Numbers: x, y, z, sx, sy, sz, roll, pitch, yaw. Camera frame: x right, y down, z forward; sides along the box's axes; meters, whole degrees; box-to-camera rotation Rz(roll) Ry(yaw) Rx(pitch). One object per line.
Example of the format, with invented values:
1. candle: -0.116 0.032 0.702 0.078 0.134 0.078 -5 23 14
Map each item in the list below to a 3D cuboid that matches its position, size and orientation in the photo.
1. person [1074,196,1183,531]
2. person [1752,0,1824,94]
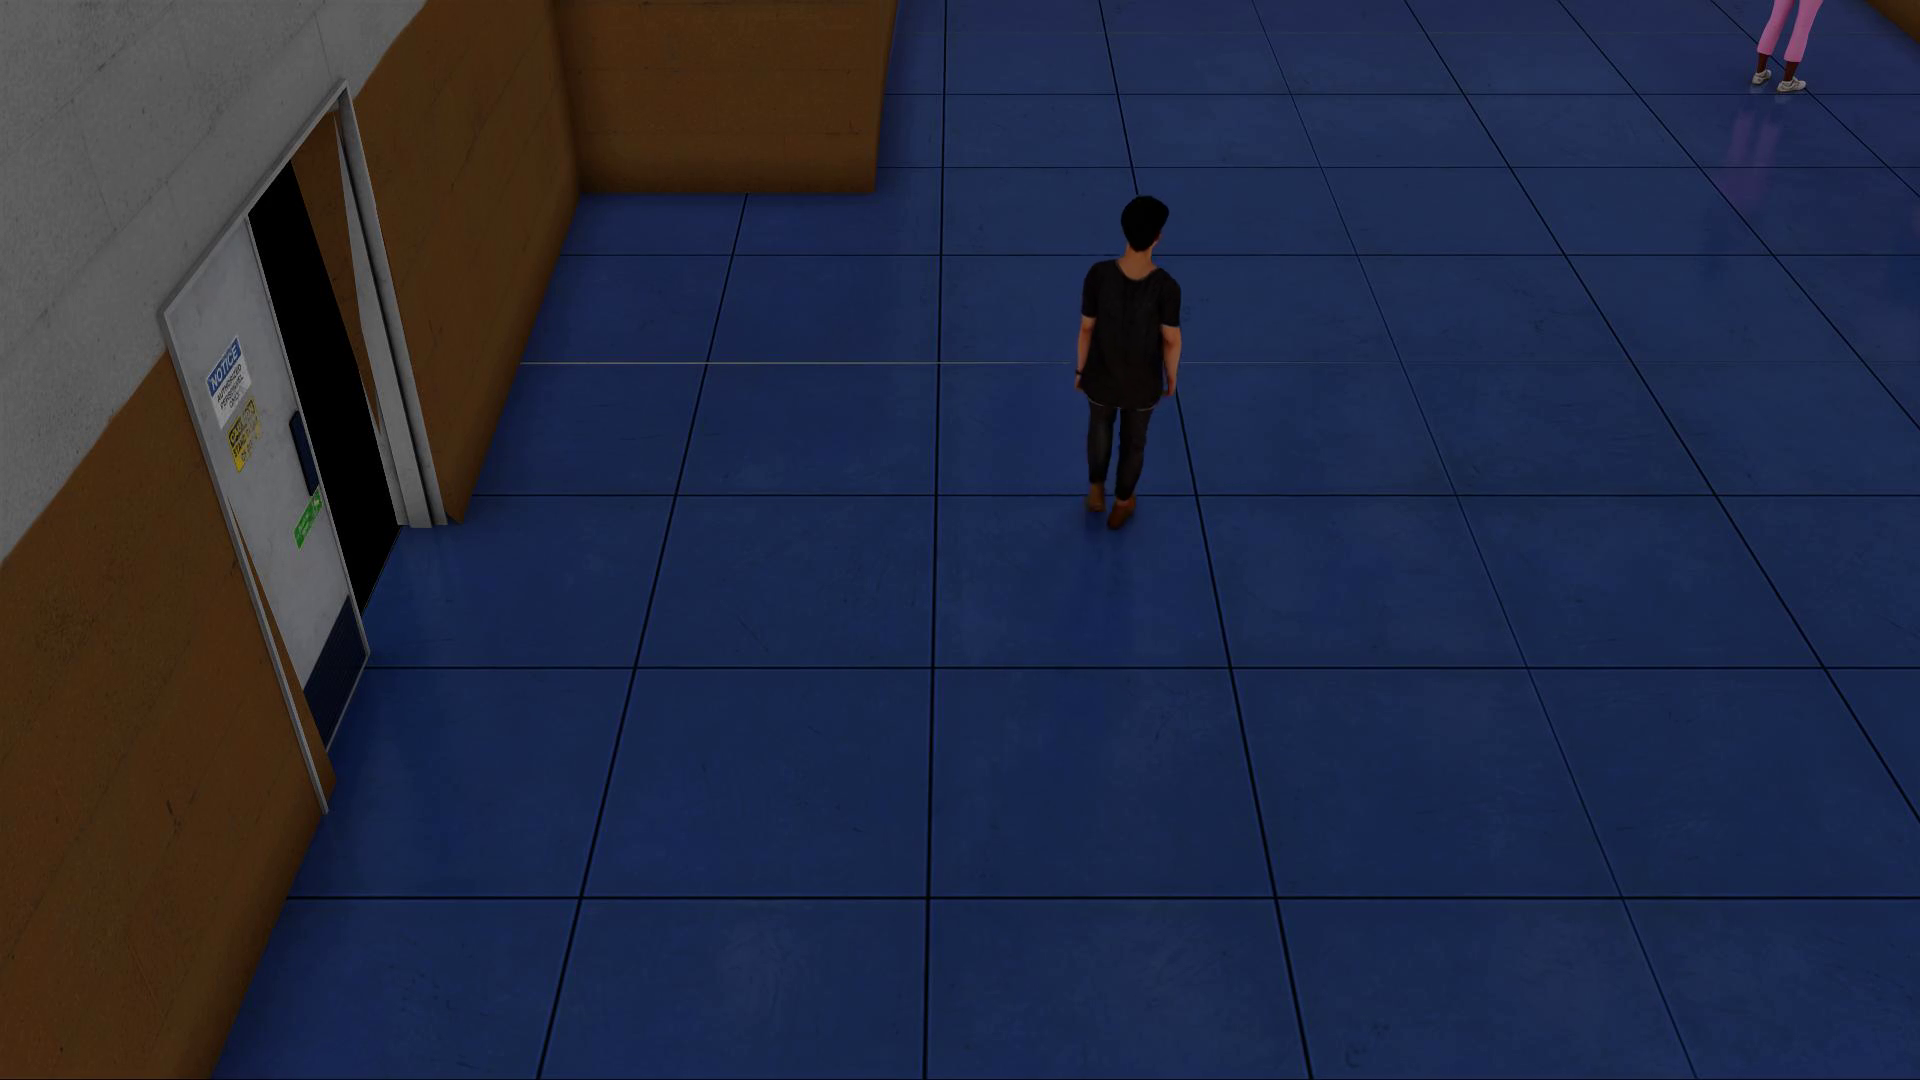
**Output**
1. person: 0.753 -0.766 7.810 0.625 1.705 0.767 11 38 14
2. person: 6.308 -4.228 12.392 0.694 1.742 0.653 -26 44 -30
